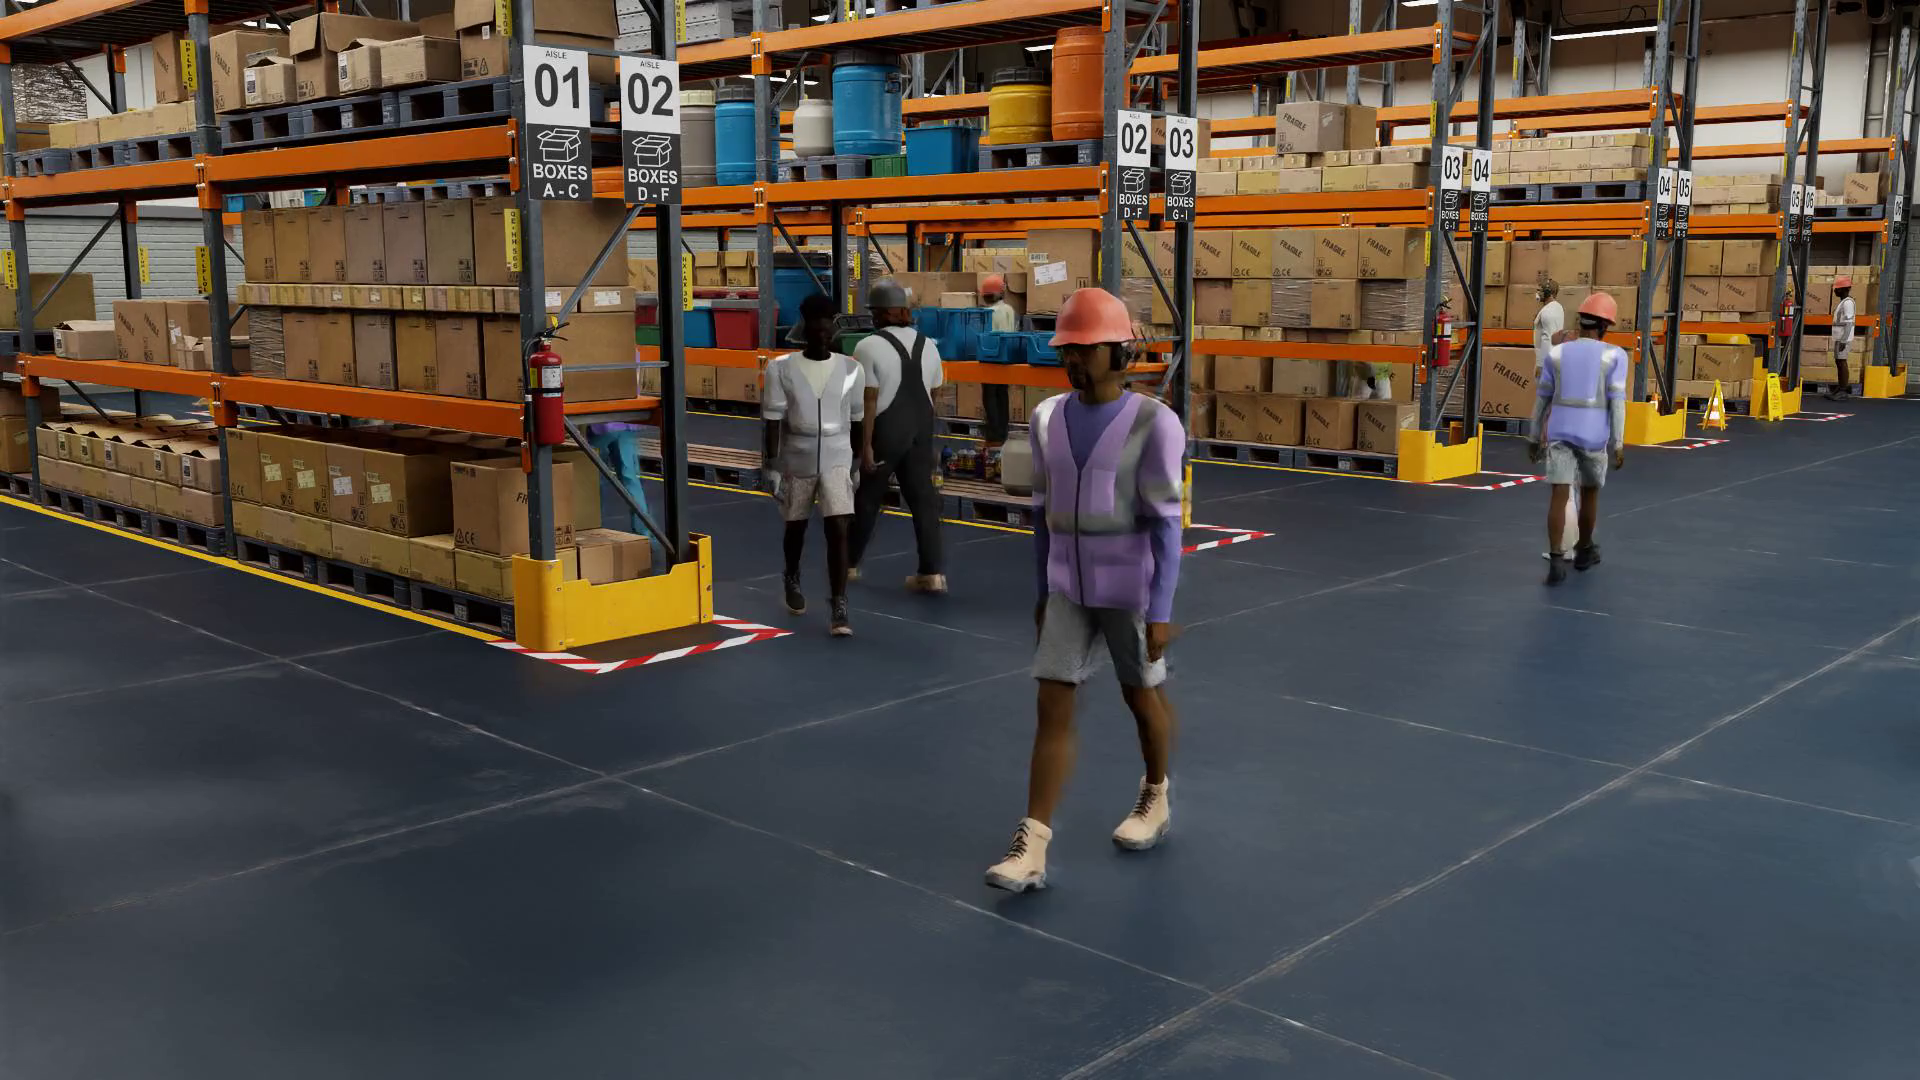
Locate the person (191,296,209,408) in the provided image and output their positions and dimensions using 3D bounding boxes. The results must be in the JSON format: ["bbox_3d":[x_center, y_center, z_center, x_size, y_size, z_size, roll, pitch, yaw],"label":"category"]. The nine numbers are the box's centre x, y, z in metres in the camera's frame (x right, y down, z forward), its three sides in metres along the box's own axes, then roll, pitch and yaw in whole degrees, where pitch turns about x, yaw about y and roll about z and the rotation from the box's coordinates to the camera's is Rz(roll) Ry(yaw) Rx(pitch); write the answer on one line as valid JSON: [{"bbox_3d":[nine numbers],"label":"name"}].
[{"bbox_3d":[-11.178,-2.840,24.989,0.536,1.654,0.889,7,11,36],"label":"person"}]

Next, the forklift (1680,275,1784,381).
[{"bbox_3d":[12.480,-3.427,27.053,1.214,2.155,2.313,9,13,43],"label":"forklift"}]

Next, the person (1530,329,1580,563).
[{"bbox_3d":[4.228,-0.659,11.663,0.547,1.622,0.402,-6,11,-32],"label":"person"}]

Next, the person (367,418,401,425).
[{"bbox_3d":[-5.687,-1.505,16.298,0.625,1.812,0.605,7,12,38],"label":"person"}]

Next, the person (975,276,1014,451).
[{"bbox_3d":[0.419,-1.986,18.807,0.393,1.966,0.673,6,11,32],"label":"person"}]

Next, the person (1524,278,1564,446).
[{"bbox_3d":[6.848,-2.080,19.451,0.372,1.938,0.630,4,10,25],"label":"person"}]

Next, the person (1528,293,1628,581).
[{"bbox_3d":[4.128,-0.690,11.082,0.636,1.876,0.927,6,11,33],"label":"person"}]

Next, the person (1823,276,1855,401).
[{"bbox_3d":[13.779,-3.154,26.045,0.376,1.932,0.551,3,10,19],"label":"person"}]

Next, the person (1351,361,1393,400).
[{"bbox_3d":[4.480,-1.831,18.354,0.914,1.812,0.635,8,12,39],"label":"person"}]

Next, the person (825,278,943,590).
[{"bbox_3d":[-0.464,-0.686,10.719,0.700,2.000,1.038,-8,12,-39],"label":"person"}]

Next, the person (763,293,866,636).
[{"bbox_3d":[-0.846,-0.466,9.630,0.602,1.926,0.995,-2,9,-12],"label":"person"}]

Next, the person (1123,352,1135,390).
[{"bbox_3d":[2.086,-2.570,22.200,0.621,2.024,0.738,-5,11,-29],"label":"person"}]

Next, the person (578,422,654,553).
[{"bbox_3d":[-2.561,-0.784,11.961,0.573,1.796,0.989,-9,13,-44],"label":"person"}]

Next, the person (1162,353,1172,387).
[{"bbox_3d":[2.709,-2.359,21.323,0.337,1.882,0.584,8,12,41],"label":"person"}]

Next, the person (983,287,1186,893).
[{"bbox_3d":[0.459,0.153,5.614,0.626,1.987,1.036,7,11,35],"label":"person"}]

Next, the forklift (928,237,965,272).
[{"bbox_3d":[-0.326,-5.817,39.609,1.129,2.768,1.873,9,13,43],"label":"forklift"}]
